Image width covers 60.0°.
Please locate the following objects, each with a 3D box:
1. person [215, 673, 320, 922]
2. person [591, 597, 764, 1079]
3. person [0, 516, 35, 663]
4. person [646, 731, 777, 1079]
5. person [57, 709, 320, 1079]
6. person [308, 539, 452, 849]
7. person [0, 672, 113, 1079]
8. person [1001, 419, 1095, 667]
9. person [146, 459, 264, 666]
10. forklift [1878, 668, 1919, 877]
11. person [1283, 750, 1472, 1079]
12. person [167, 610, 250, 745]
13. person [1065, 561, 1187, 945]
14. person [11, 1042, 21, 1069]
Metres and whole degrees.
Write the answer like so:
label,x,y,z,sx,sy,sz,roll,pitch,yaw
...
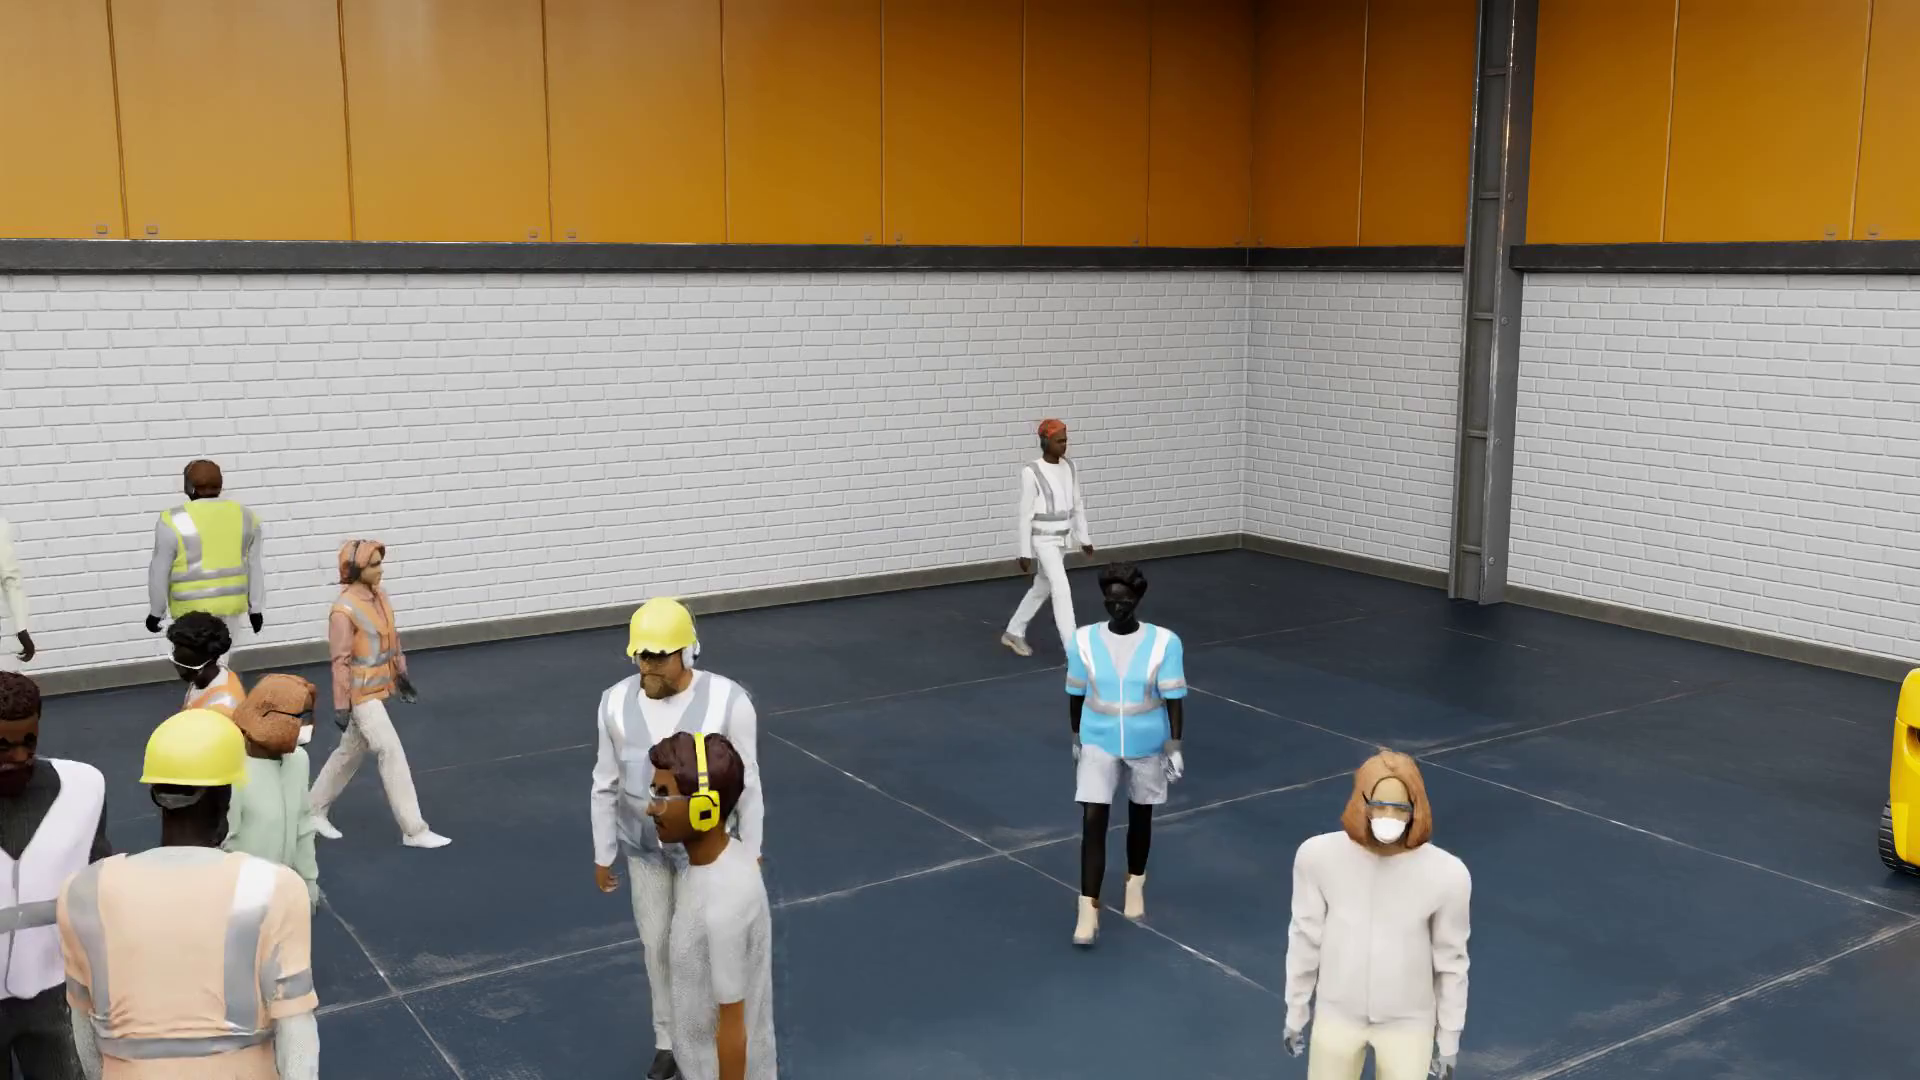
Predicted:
label,x,y,z,sx,sy,sz,roll,pitch,yaw
person,-2.356,1.238,5.621,0.373,1.610,0.527,1,9,6
person,-1.020,1.084,5.949,0.618,1.813,0.426,2,10,11
person,-5.381,0.504,8.966,0.529,1.969,0.636,8,12,40
person,-0.533,1.369,4.194,0.817,1.839,0.524,-2,10,-13
person,-1.845,1.351,4.076,0.601,1.900,0.665,-1,10,-8
person,-3.049,0.775,8.448,0.839,1.601,0.517,0,9,1
person,-2.657,1.273,4.601,0.519,1.891,0.663,8,12,40
person,0.651,0.013,12.351,0.971,1.846,0.587,7,12,37
person,-4.524,0.409,10.086,0.942,1.811,0.625,6,11,34
forklift,5.511,0.571,7.906,2.313,2.155,1.214,-6,11,-33
person,1.197,1.370,4.794,0.512,1.619,0.501,3,10,17
person,-2.888,1.061,6.551,0.319,1.669,0.642,-4,10,-21
person,0.714,0.933,7.293,0.547,1.665,0.771,2,10,9
person,-3.487,1.136,5.746,0.602,1.775,0.936,-2,10,-13
